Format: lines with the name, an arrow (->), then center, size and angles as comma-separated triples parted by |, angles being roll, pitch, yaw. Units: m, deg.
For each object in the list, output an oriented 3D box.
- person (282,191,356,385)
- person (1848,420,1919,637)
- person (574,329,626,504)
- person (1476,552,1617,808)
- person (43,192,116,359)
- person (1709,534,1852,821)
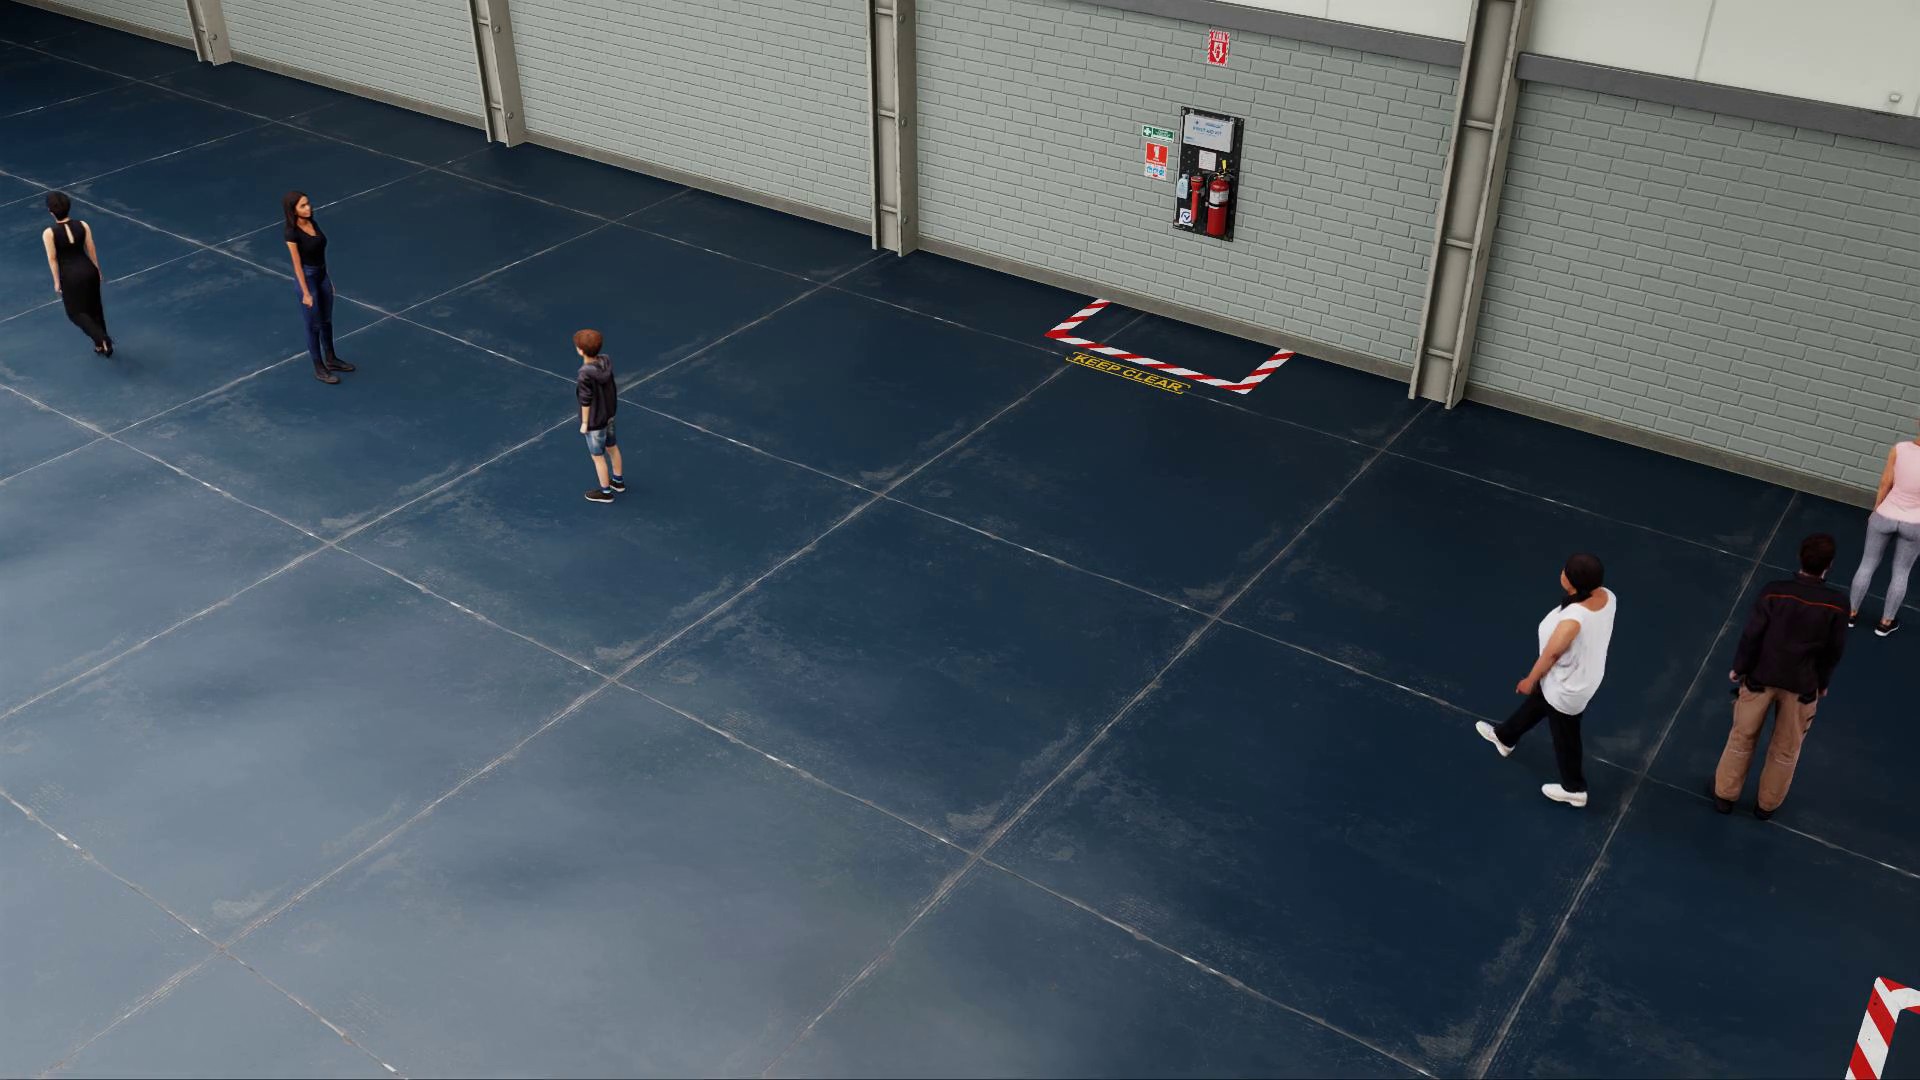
person -> -5.723, -2.254, 14.699 | 0.634, 1.740, 0.624 | 7, 33, 11
person -> 6.424, -0.137, 11.359 | 0.425, 1.725, 0.606 | 20, 37, 29
person -> -2.819, -0.979, 12.952 | 0.567, 1.447, 0.571 | 14, 35, 20
person -> 3.643, 0.856, 9.854 | 1.082, 1.651, 0.750 | 26, 40, 34
person -> -7.893, -2.329, 14.959 | 0.742, 1.590, 0.575 | 21, 38, 29
person -> 4.770, 0.811, 9.670 | 0.622, 1.922, 0.808 | 12, 34, 19
